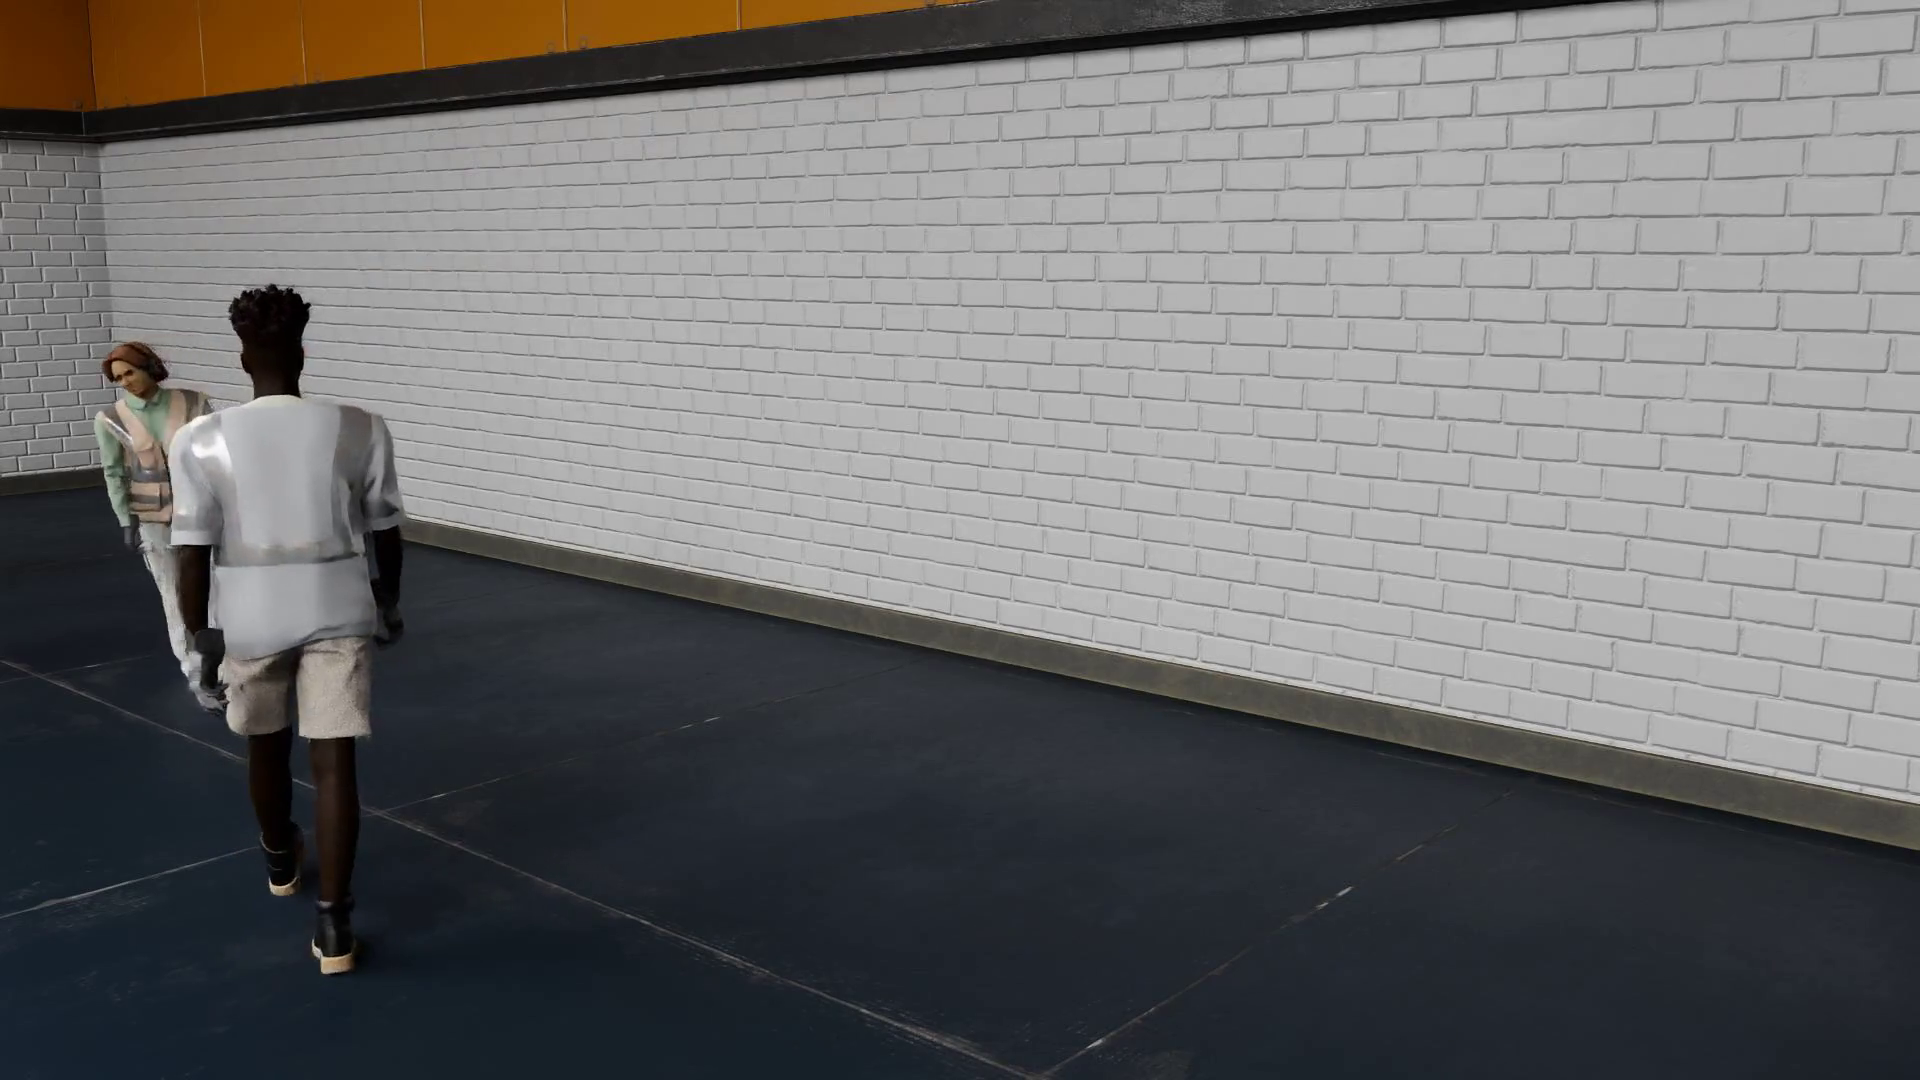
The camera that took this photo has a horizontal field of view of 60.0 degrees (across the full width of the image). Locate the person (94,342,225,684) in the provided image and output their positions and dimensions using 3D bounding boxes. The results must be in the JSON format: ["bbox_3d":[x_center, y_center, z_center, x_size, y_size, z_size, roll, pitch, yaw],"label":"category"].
[{"bbox_3d":[-3.607,-0.101,7.634,0.583,1.595,0.536,-4,11,-24],"label":"person"}]

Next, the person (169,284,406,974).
[{"bbox_3d":[-1.932,0.224,4.866,0.619,1.917,0.983,-3,11,-19],"label":"person"}]
